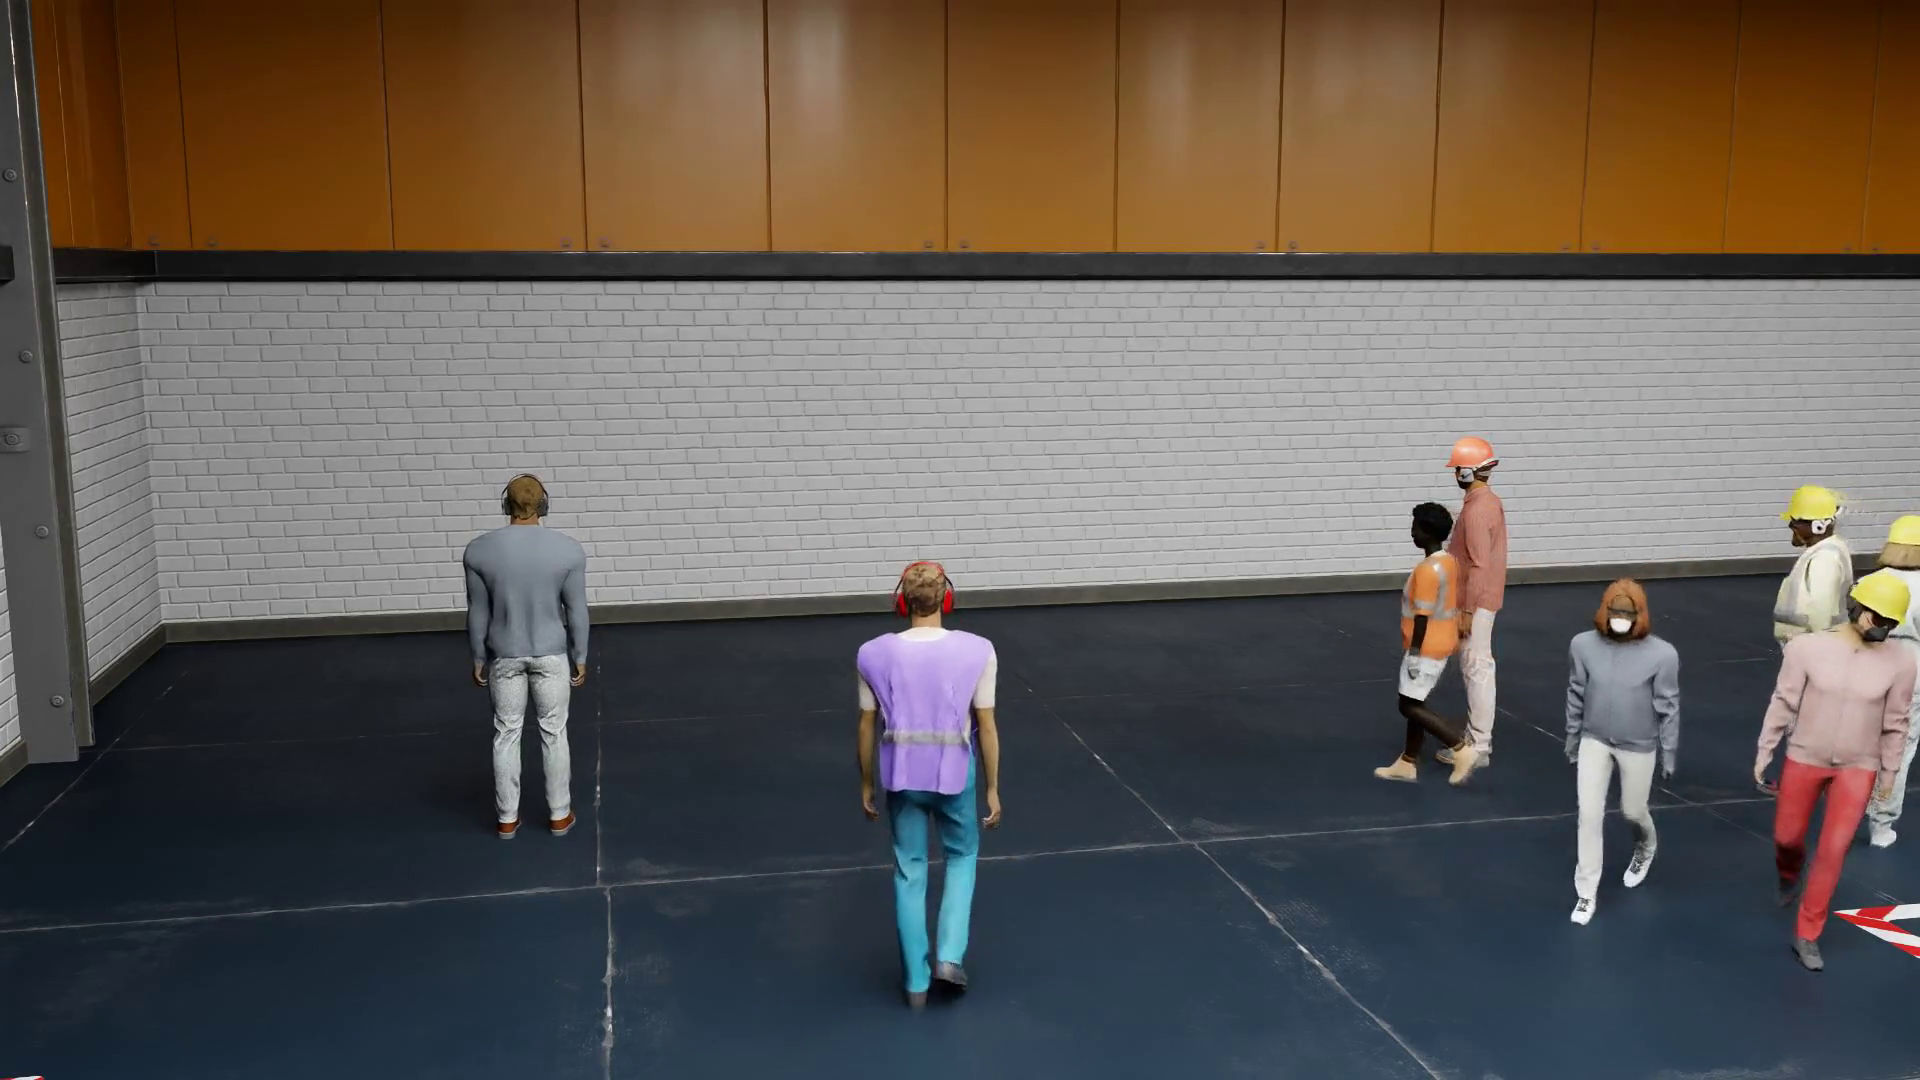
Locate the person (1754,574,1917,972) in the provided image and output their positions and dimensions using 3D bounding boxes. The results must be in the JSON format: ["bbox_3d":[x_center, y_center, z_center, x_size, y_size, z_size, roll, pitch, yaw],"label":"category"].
[{"bbox_3d":[3.804,0.963,7.276,0.593,1.714,0.645,4,10,23],"label":"person"}]

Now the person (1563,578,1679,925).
[{"bbox_3d":[3.106,0.941,7.787,0.513,1.598,0.756,7,11,35],"label":"person"}]

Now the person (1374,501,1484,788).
[{"bbox_3d":[2.712,0.615,9.528,0.600,1.678,0.544,5,11,29],"label":"person"}]

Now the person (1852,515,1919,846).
[{"bbox_3d":[4.996,0.717,8.808,0.494,1.706,0.838,9,13,42],"label":"person"}]

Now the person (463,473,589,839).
[{"bbox_3d":[-2.266,0.617,8.757,0.627,1.936,0.362,-2,9,-10],"label":"person"}]

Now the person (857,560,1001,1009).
[{"bbox_3d":[-0.130,0.993,6.772,0.596,1.825,0.454,1,9,5],"label":"person"}]

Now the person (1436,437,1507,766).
[{"bbox_3d":[3.100,0.367,10.086,0.392,1.989,0.617,4,10,25],"label":"person"}]

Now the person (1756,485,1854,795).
[{"bbox_3d":[4.783,0.594,9.244,0.518,1.810,0.614,5,10,27],"label":"person"}]
